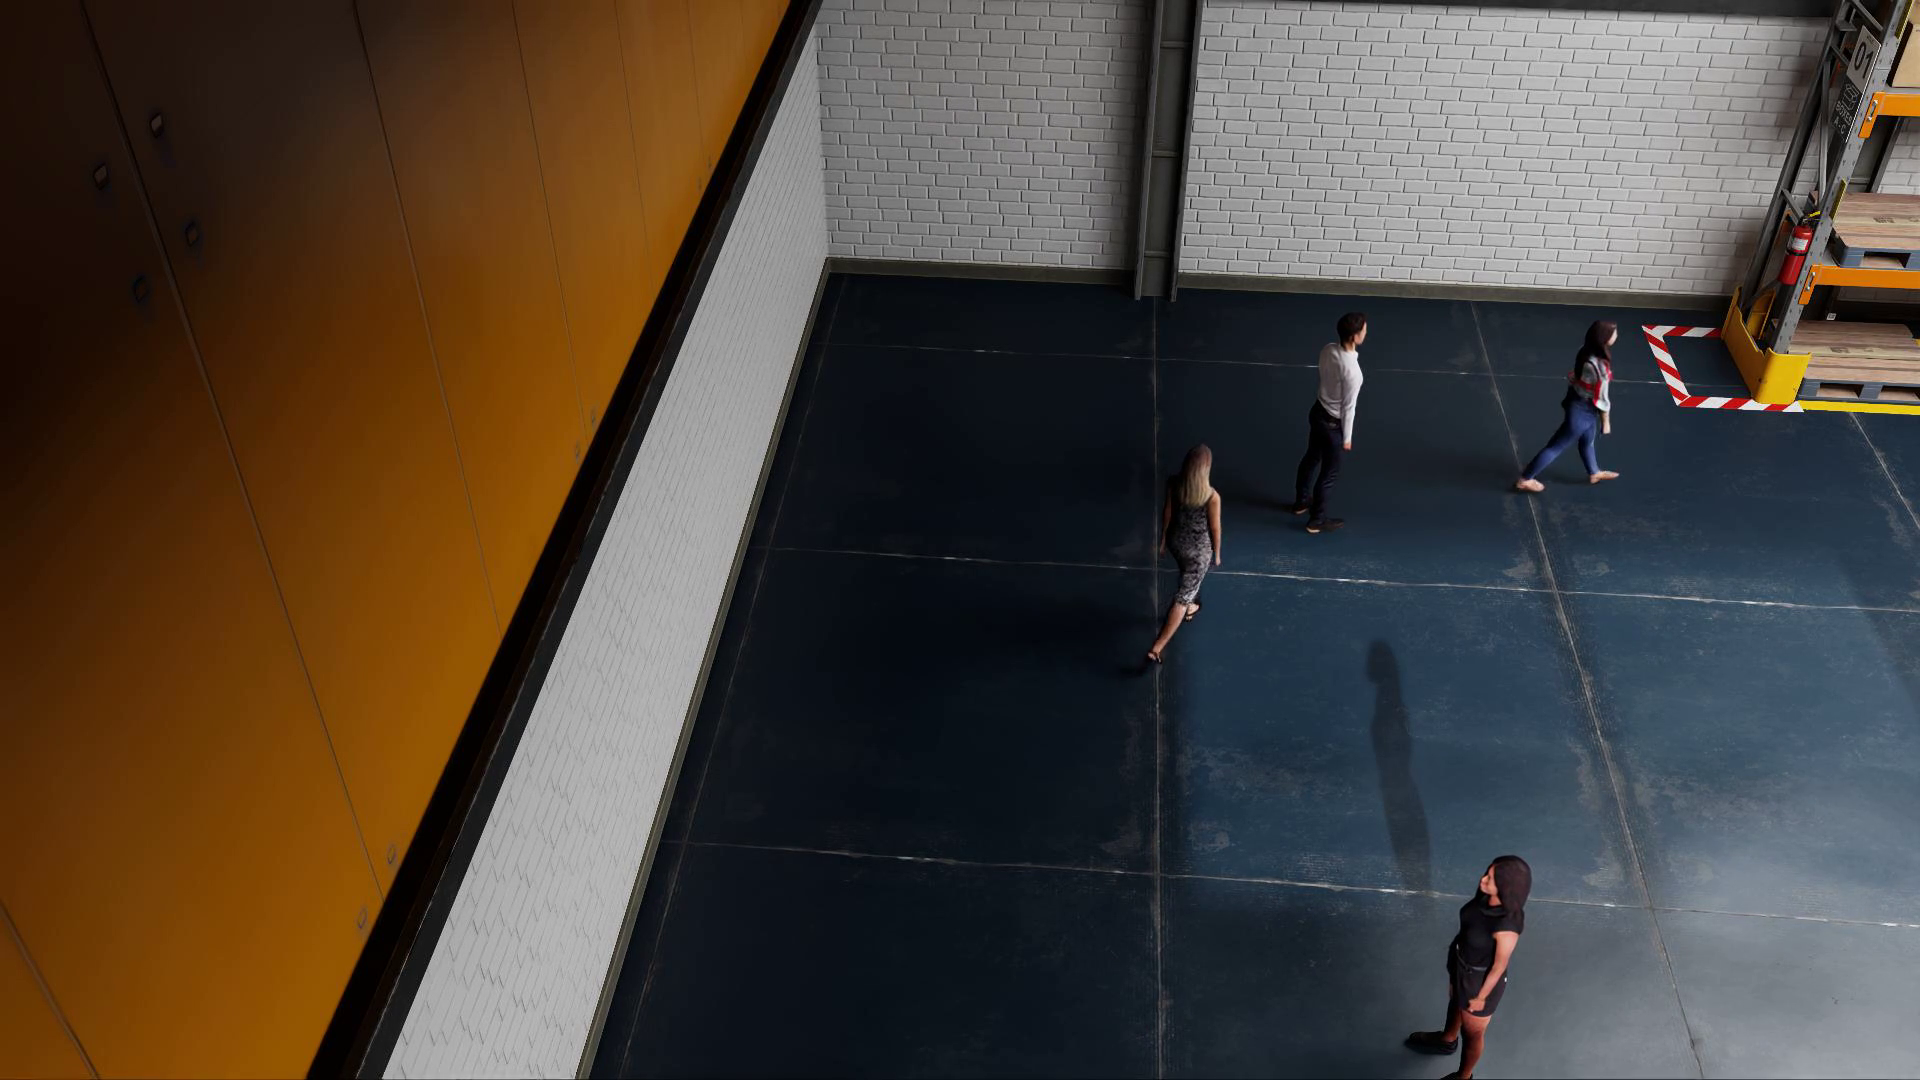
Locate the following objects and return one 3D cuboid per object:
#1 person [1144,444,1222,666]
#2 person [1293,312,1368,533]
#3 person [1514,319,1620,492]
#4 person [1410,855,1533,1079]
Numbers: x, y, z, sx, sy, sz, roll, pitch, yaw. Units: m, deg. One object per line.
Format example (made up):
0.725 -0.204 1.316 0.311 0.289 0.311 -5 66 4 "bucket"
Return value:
1.524 0.128 11.496 1.140 1.667 1.052 26 46 29 "person"
2.809 -0.904 12.634 0.679 1.860 0.684 -11 40 -13 "person"
4.760 -0.999 12.986 1.088 1.568 0.668 0 39 0 "person"
2.720 2.270 8.755 0.557 1.741 0.616 -2 39 -2 "person"
